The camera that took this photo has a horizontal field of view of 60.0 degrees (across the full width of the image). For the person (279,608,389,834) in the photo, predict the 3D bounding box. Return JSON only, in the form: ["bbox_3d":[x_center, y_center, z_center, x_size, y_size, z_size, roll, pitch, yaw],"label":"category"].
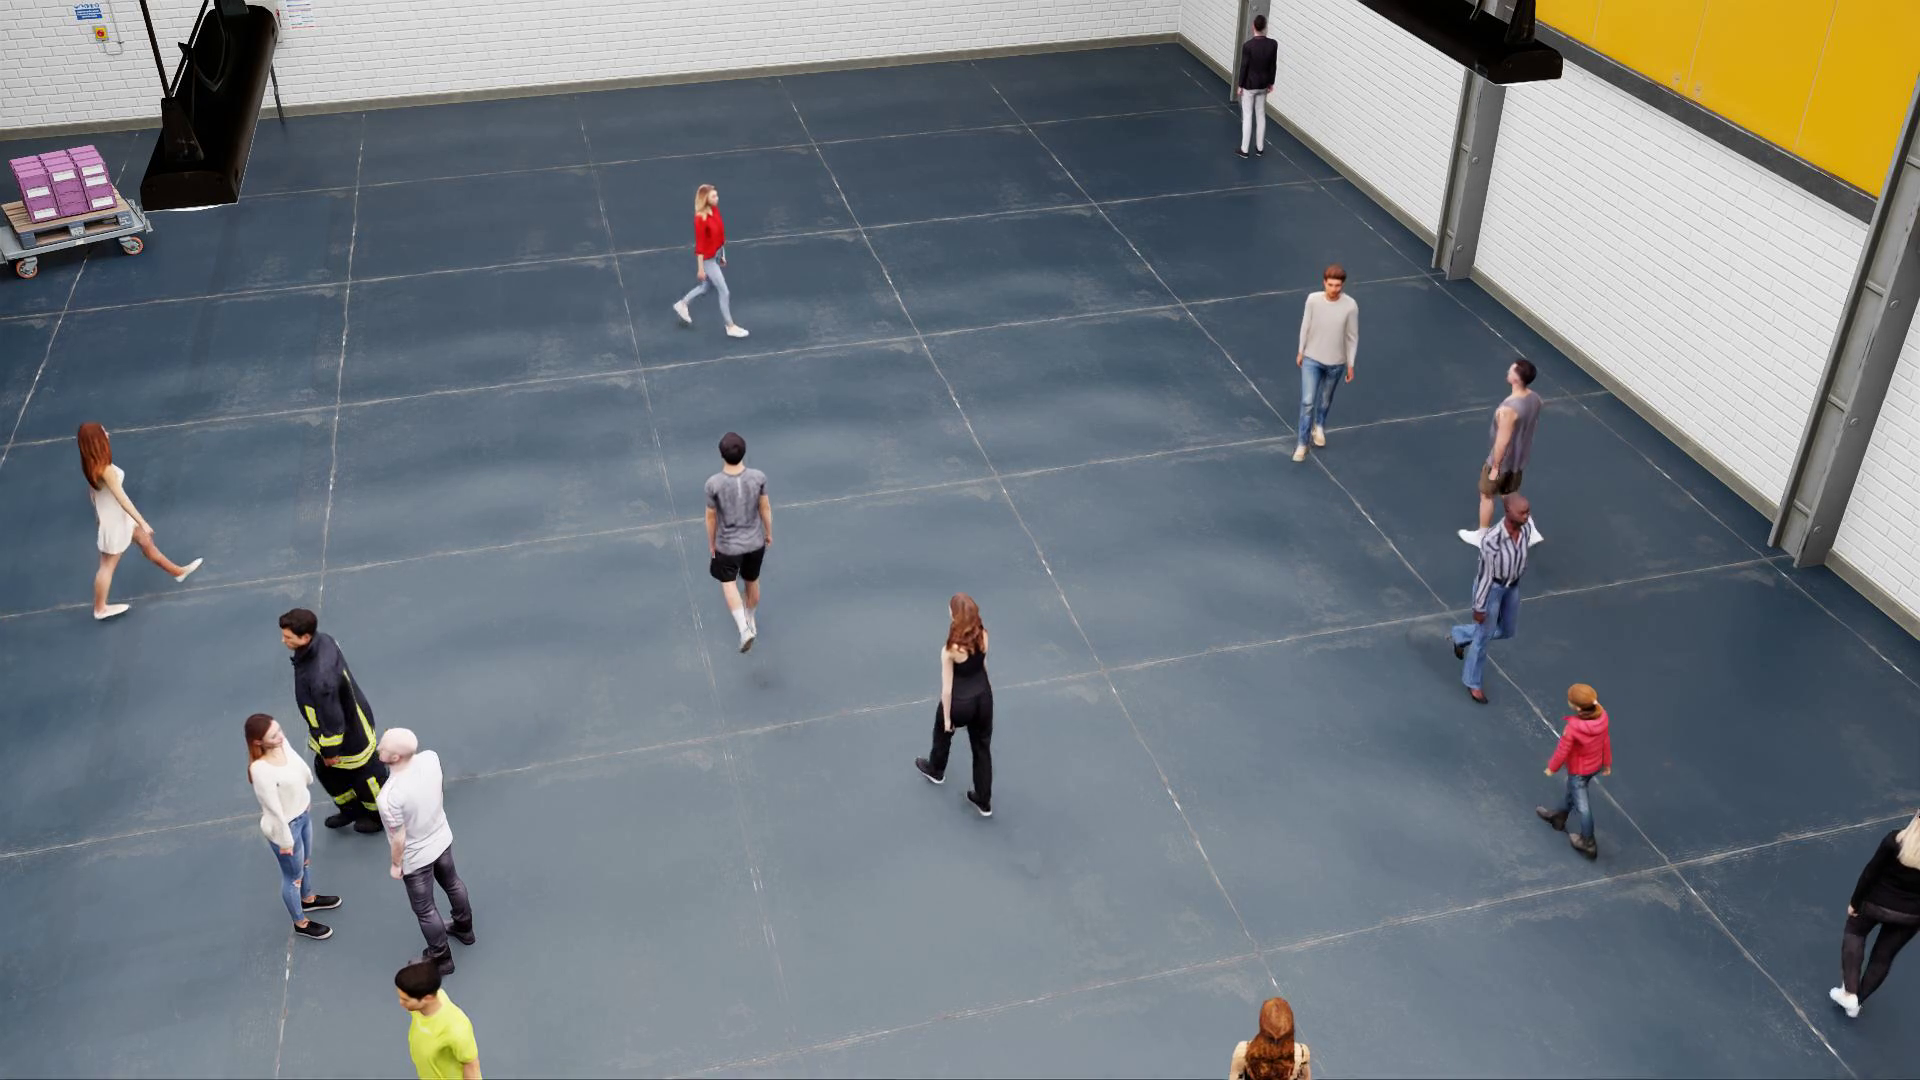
[{"bbox_3d":[-4.020,1.177,11.016,0.960,1.907,0.769,-17,37,-24],"label":"person"}]

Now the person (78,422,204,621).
[{"bbox_3d":[-6.789,-0.112,13.184,0.991,1.653,1.160,-27,42,-34],"label":"person"}]

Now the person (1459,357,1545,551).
[{"bbox_3d":[4.636,-0.647,13.895,0.831,1.829,1.049,-23,40,-30],"label":"person"}]

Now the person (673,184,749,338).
[{"bbox_3d":[-2.681,-2.920,17.391,1.056,1.673,1.129,9,35,14],"label":"person"}]

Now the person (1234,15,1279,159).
[{"bbox_3d":[3.876,-5.942,21.787,0.656,1.840,0.542,-7,34,-10],"label":"person"}]

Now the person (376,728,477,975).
[{"bbox_3d":[-3.247,1.859,10.058,0.813,1.832,0.718,11,35,16],"label":"person"}]

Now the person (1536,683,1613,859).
[{"bbox_3d":[4.191,1.550,11.025,0.656,1.276,0.812,-15,36,-21],"label":"person"}]

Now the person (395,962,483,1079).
[{"bbox_3d":[-2.674,2.815,8.732,0.657,1.708,0.766,26,41,33],"label":"person"}]

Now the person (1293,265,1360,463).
[{"bbox_3d":[3.376,-1.714,15.397,0.950,1.873,1.095,5,34,7],"label":"person"}]

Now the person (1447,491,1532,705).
[{"bbox_3d":[3.893,0.375,12.336,0.751,1.782,0.858,-18,38,-25],"label":"person"}]

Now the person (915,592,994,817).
[{"bbox_3d":[0.109,1.150,11.230,0.816,1.716,1.031,-21,39,-28],"label":"person"}]

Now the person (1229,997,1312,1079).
[{"bbox_3d":[1.565,3.023,8.523,0.832,1.592,1.077,5,34,7],"label":"person"}]

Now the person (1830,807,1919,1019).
[{"bbox_3d":[5.421,2.211,9.667,0.742,1.678,0.783,12,35,17],"label":"person"}]

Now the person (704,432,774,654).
[{"bbox_3d":[-1.663,0.059,12.745,0.679,1.854,0.903,-10,35,-15],"label":"person"}]

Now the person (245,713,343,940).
[{"bbox_3d":[-4.180,1.752,10.345,0.730,1.692,0.560,-1,34,-2],"label":"person"}]
